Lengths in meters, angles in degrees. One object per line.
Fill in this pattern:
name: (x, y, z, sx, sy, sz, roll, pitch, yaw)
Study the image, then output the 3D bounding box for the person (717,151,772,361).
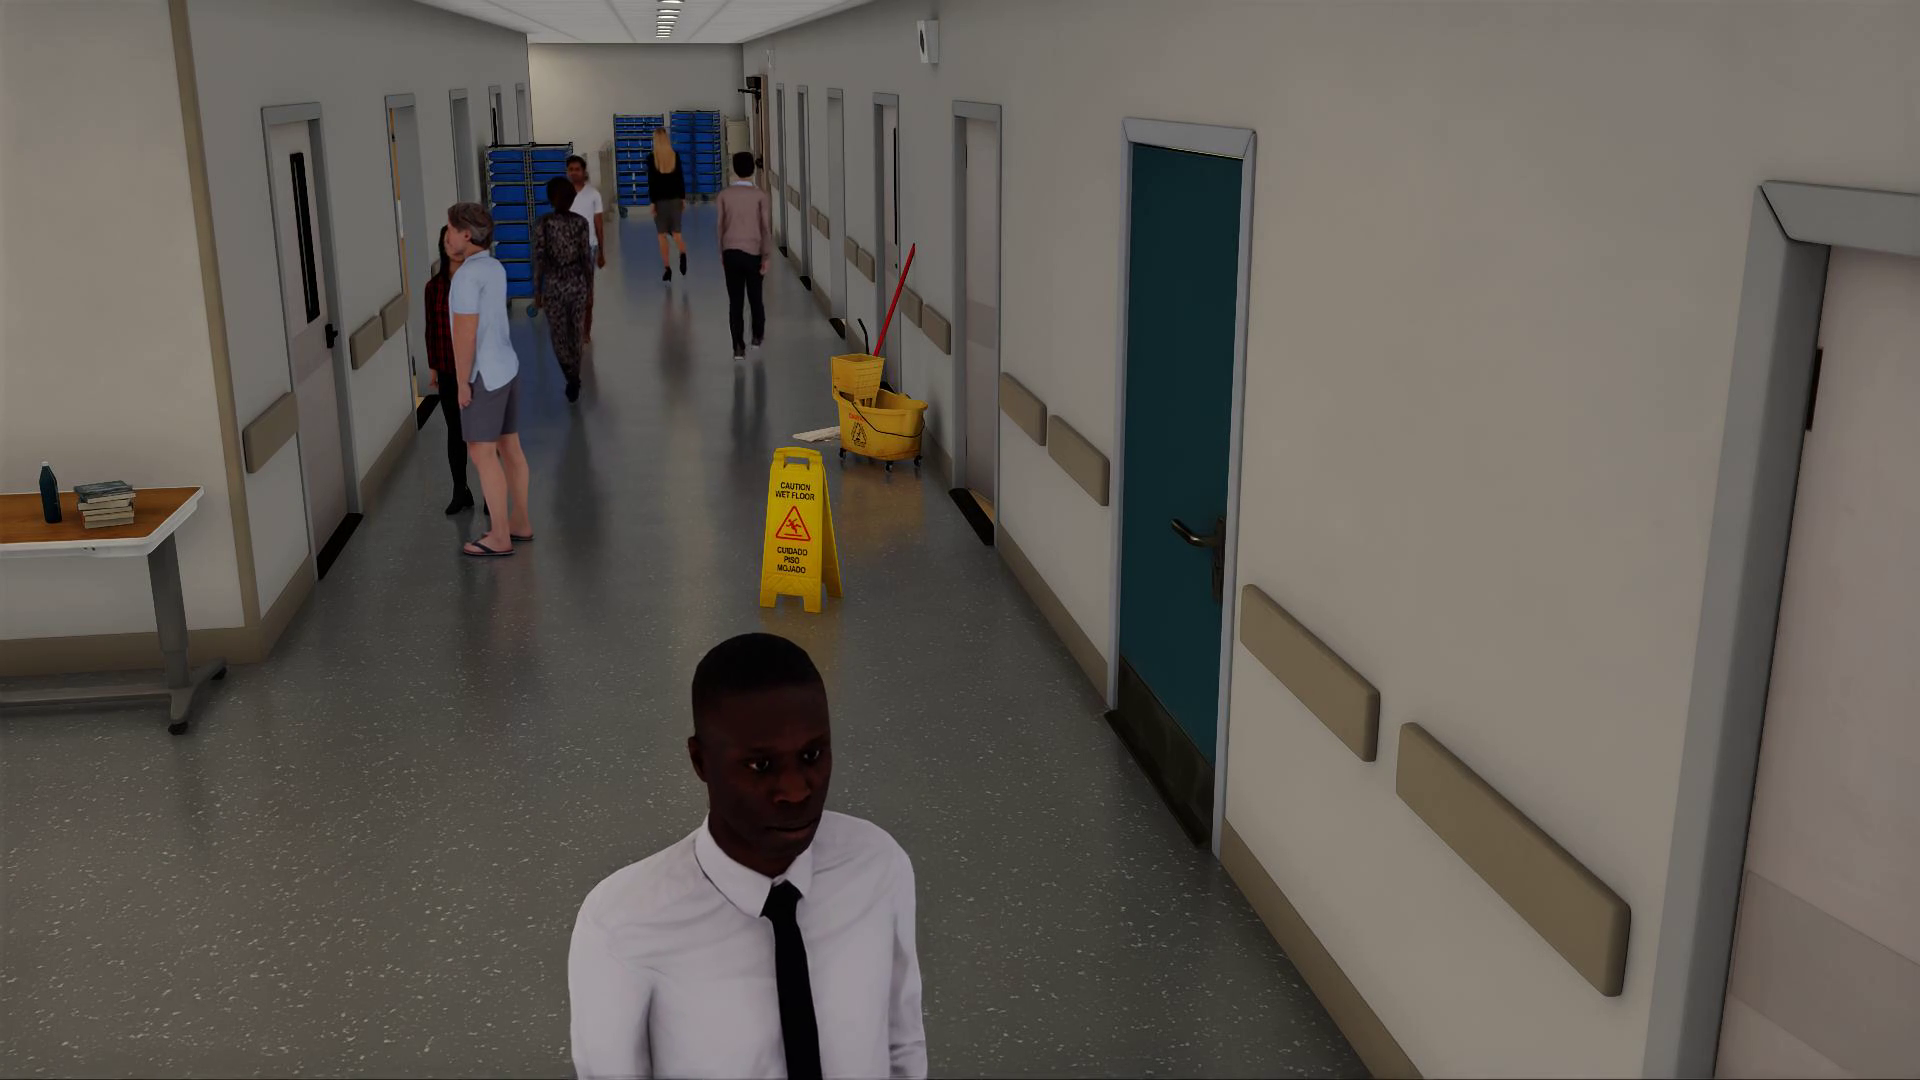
person: (-1.892, -2.413, 14.408, 0.783, 1.756, 1.243, 0, 16, -1)

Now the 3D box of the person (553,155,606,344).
person: (-3.565, -2.724, 15.607, 0.821, 1.705, 1.105, 1, 16, 4)

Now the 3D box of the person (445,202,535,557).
person: (-2.461, -0.844, 8.712, 0.771, 1.829, 0.600, 2, 16, 7)

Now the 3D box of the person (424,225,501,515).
person: (-2.824, -0.981, 9.507, 0.626, 1.660, 0.575, 1, 16, 2)

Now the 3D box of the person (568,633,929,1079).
person: (-0.250, 0.984, 2.221, 0.705, 1.832, 0.665, -9, 18, -29)

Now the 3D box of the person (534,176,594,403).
person: (-2.970, -1.854, 12.522, 0.698, 1.705, 0.974, -6, 17, -20)

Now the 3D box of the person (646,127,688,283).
person: (-3.413, -3.892, 19.548, 0.849, 1.814, 1.168, -8, 18, -27)
